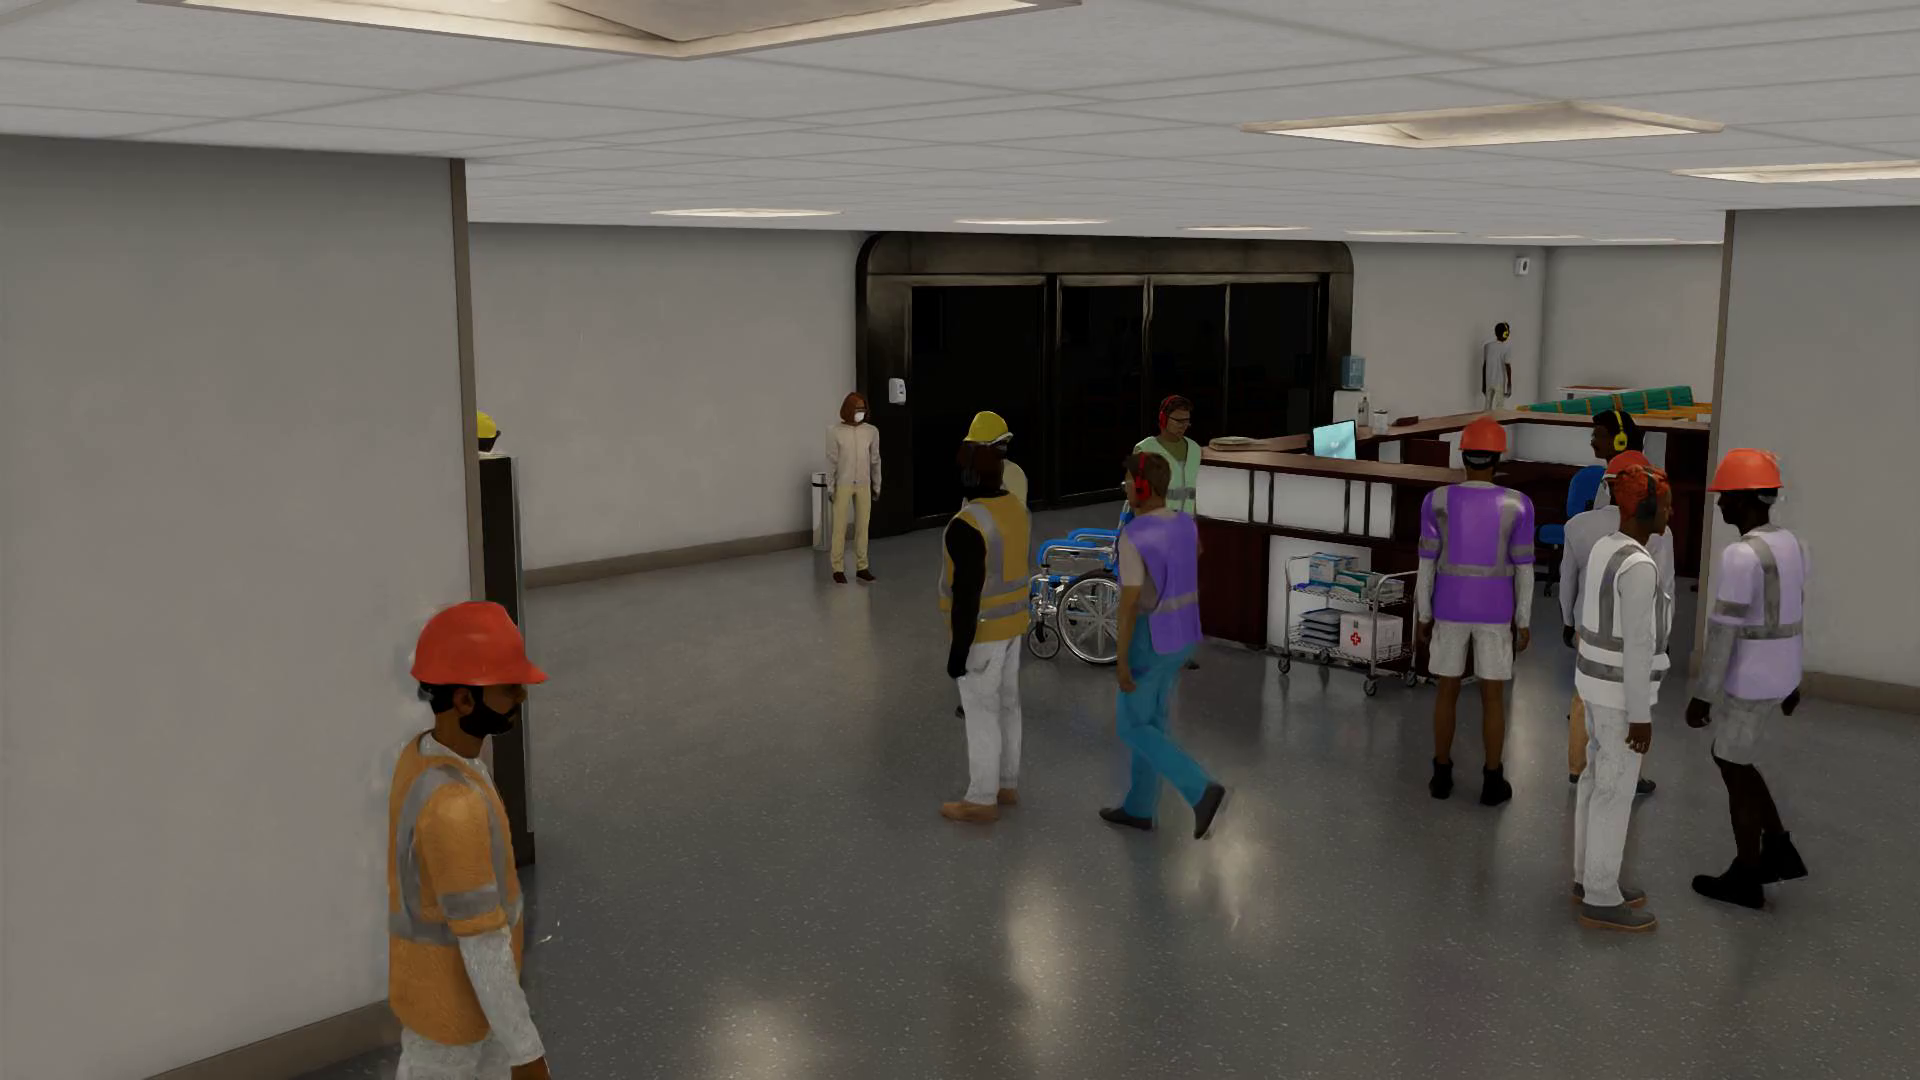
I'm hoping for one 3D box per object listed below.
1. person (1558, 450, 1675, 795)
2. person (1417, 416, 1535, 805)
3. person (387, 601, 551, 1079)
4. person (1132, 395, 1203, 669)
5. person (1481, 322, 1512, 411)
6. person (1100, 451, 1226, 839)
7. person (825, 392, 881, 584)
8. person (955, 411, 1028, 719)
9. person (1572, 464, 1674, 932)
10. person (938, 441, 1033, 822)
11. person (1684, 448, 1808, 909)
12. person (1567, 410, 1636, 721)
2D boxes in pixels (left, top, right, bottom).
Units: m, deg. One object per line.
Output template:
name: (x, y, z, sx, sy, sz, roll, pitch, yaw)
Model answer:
person: (3.331, 0.416, 8.430, 0.574, 1.749, 0.333, 9, 13, 43)
person: (2.567, 0.347, 8.305, 0.552, 1.932, 0.379, 4, 10, 23)
person: (-1.136, 1.076, 3.995, 1.012, 1.878, 0.571, -3, 10, -17)
person: (1.360, -0.038, 10.963, 0.564, 1.838, 0.390, -7, 12, -39)
person: (8.062, -2.334, 24.989, 0.332, 1.861, 0.521, -6, 11, -35)
person: (0.957, 0.504, 7.702, 0.678, 1.818, 0.589, 7, 12, 38)
person: (-0.902, -0.442, 14.102, 0.504, 1.627, 0.285, -5, 10, -27)
person: (0.180, 0.152, 9.855, 0.403, 1.825, 0.587, 4, 10, 25)
person: (2.683, 0.631, 6.732, 0.364, 1.882, 0.579, 1, 9, 9)
person: (0.111, 0.439, 8.033, 0.430, 1.842, 0.631, 5, 11, 29)
person: (3.272, 0.575, 6.956, 0.435, 1.915, 0.580, 9, 13, 44)
person: (3.720, 0.190, 9.501, 0.324, 1.862, 0.512, 1, 9, 7)
